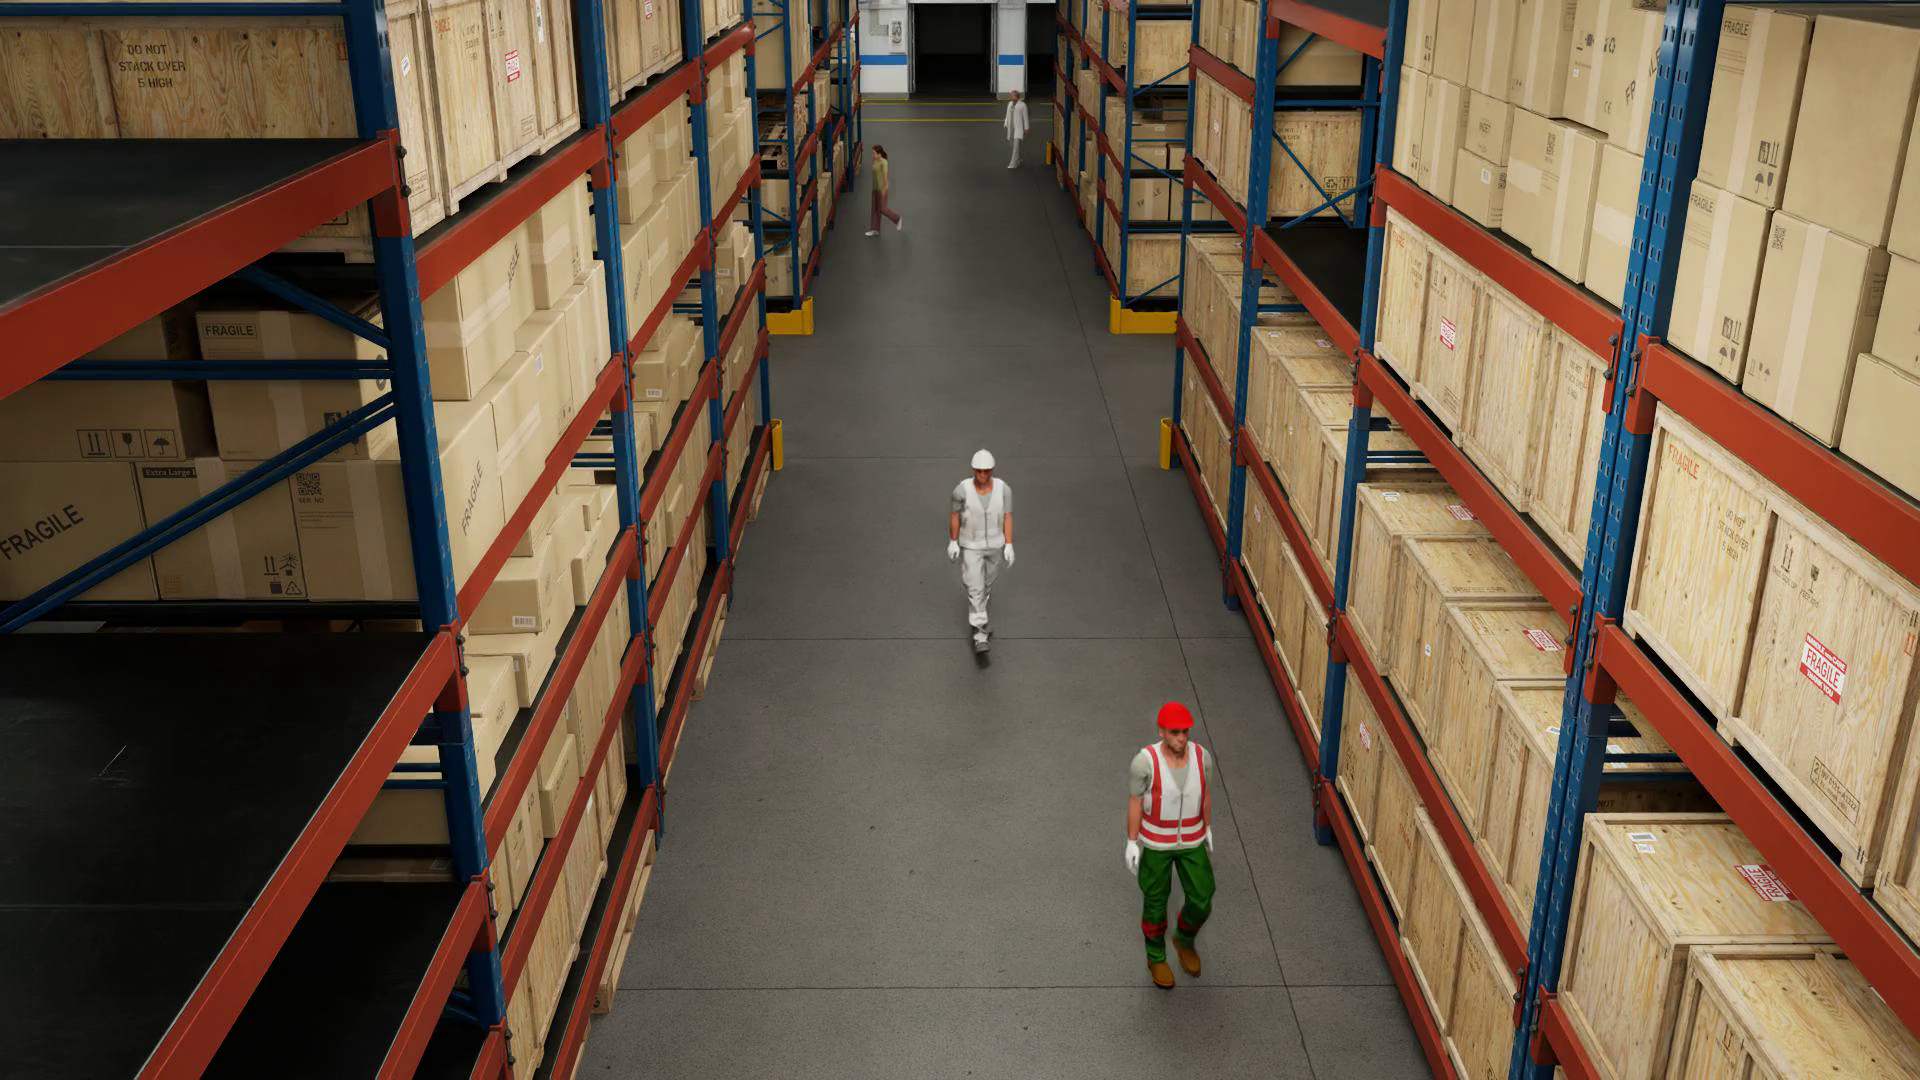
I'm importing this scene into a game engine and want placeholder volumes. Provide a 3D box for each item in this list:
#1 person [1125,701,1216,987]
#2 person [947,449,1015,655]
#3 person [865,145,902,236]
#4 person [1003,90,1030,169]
[{"bbox_3d":[1.255,1.807,9.858,0.558,1.794,0.439,-4,22,-9],"label":"person"},{"bbox_3d":[0.227,0.092,14.221,0.543,1.754,0.925,-7,23,-17],"label":"person"},{"bbox_3d":[-1.487,-6.603,31.368,0.671,1.673,0.474,-14,25,-31],"label":"person"},{"bbox_3d":[1.294,-9.608,38.862,0.628,1.759,0.955,18,28,38],"label":"person"}]
